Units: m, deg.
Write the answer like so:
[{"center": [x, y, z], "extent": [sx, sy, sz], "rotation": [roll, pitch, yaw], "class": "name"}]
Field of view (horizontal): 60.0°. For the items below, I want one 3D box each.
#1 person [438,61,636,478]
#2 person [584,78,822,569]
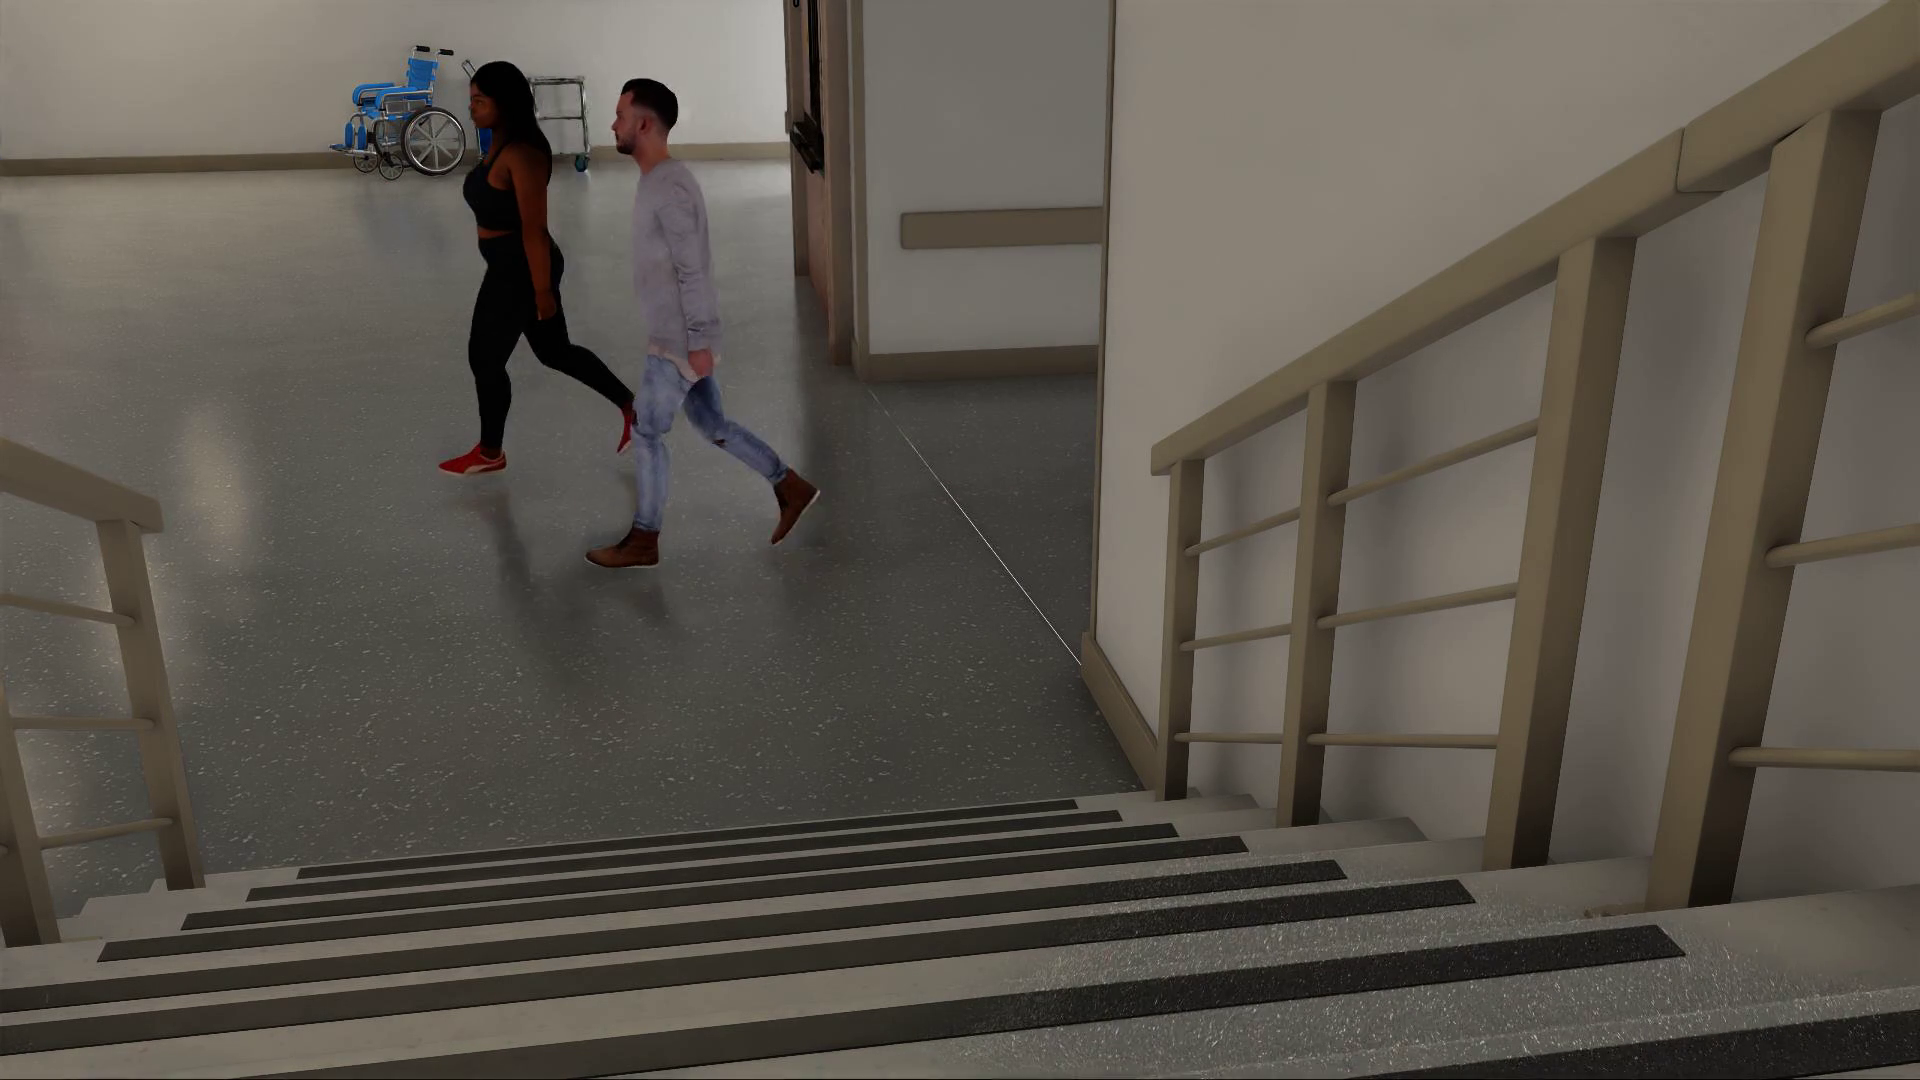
[{"center": [-1.793, -1.131, 7.193], "extent": [0.784, 1.771, 1.161], "rotation": [-4, 21, -12], "class": "person"}, {"center": [-0.938, -0.767, 6.190], "extent": [0.845, 1.801, 1.122], "rotation": [-6, 22, -16], "class": "person"}]
